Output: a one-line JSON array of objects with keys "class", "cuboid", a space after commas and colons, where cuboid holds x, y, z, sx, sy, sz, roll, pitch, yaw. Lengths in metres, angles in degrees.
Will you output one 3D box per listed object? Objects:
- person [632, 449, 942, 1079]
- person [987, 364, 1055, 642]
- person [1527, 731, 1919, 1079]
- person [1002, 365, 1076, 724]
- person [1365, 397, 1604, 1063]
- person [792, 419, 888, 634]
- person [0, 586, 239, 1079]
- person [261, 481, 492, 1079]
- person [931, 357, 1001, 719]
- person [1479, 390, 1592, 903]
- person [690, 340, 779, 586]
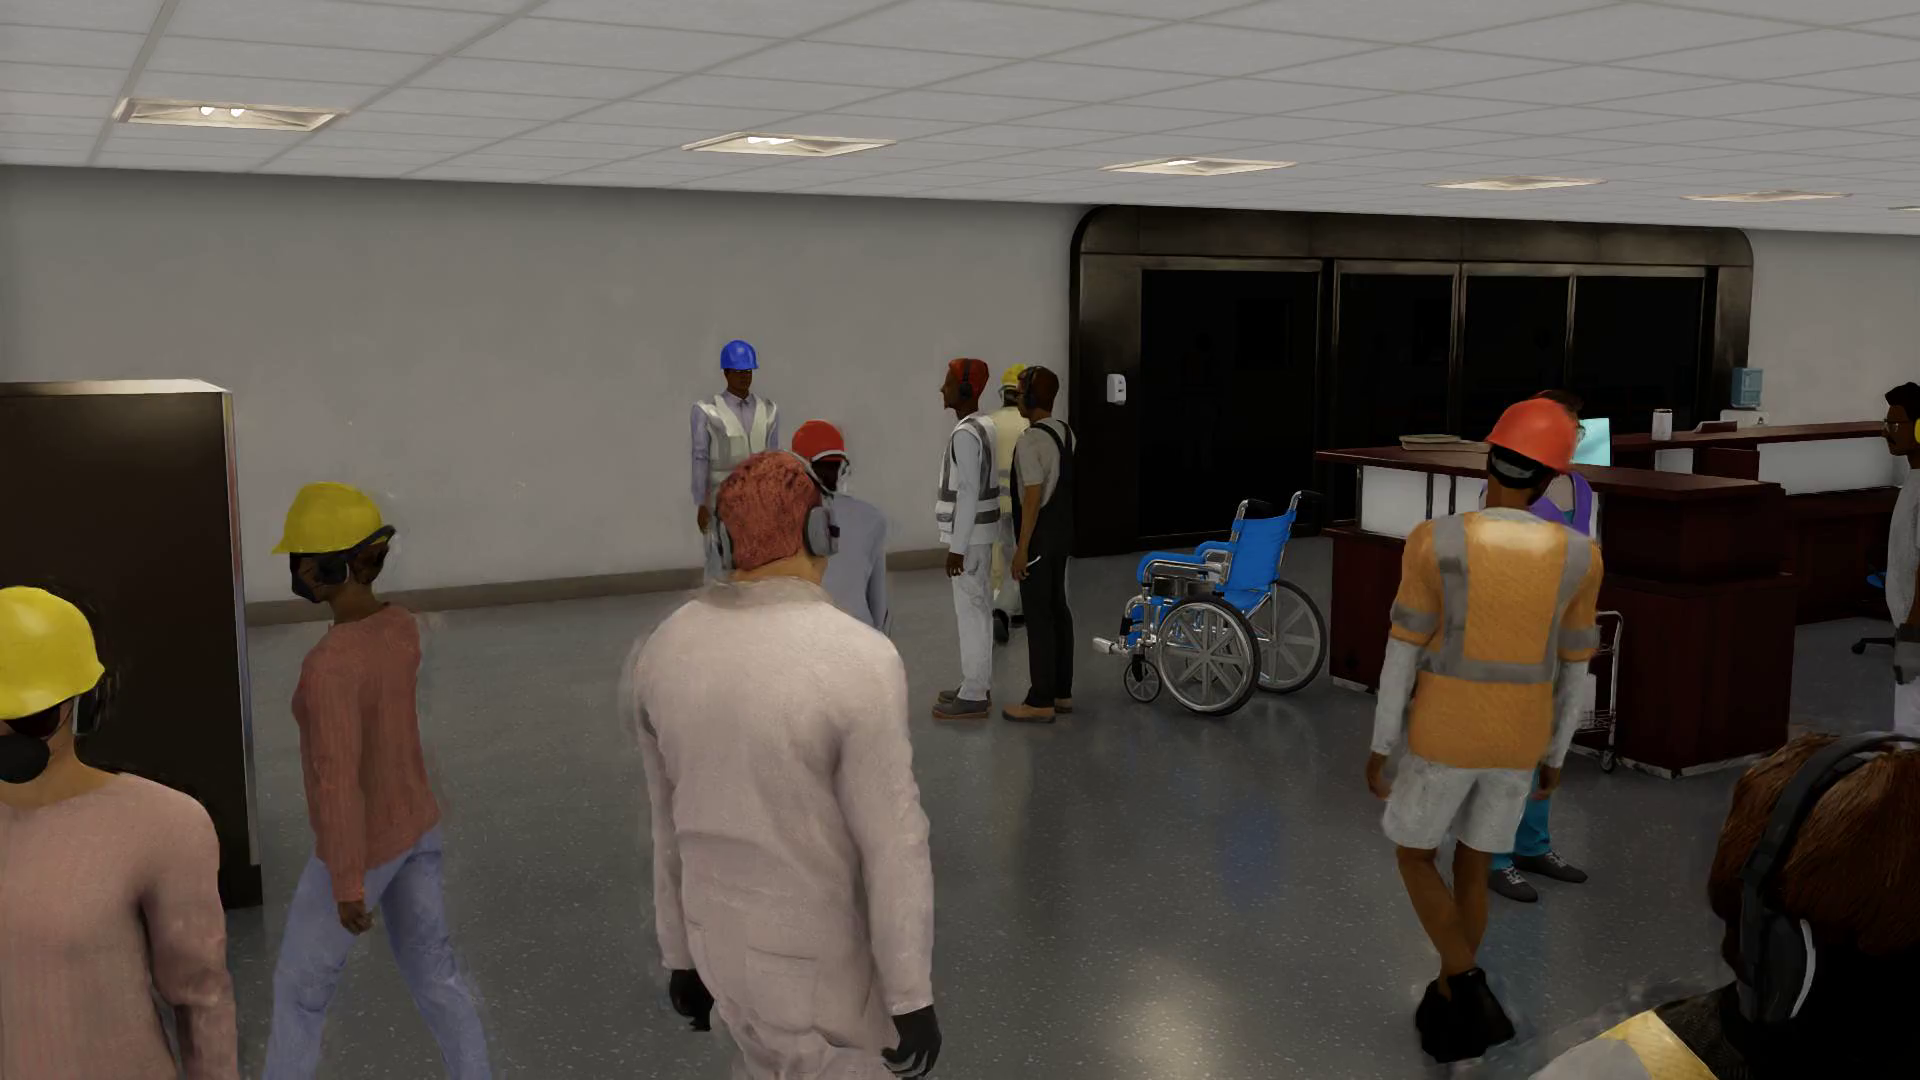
[{"class": "person", "cuboid": [-0.358, 0.773, 3.067, 0.678, 1.870, 0.729, 7, 10, 41]}, {"class": "person", "cuboid": [0.346, -0.249, 10.798, 0.580, 1.789, 0.915, 4, 9, 26]}, {"class": "person", "cuboid": [0.699, 1.030, 1.437, 0.636, 1.815, 0.864, -2, 8, -11]}, {"class": "person", "cuboid": [0.419, 0.023, 8.607, 0.328, 1.844, 0.514, 4, 9, 28]}, {"class": "person", "cuboid": [1.447, 0.556, 4.605, 0.608, 1.894, 0.581, 0, 8, -1]}, {"class": "person", "cuboid": [-0.500, 0.384, 6.485, 0.577, 1.712, 0.883, -5, 10, -34]}, {"class": "person", "cuboid": [-1.438, 0.914, 2.637, 0.530, 1.717, 0.907, 0, 8, -2]}, {"class": "person", "cuboid": [-1.499, 0.719, 4.020, 0.783, 1.728, 0.529, 1, 8, 8]}, {"class": "person", "cuboid": [0.033, -0.008, 8.704, 0.355, 1.884, 0.574, 1, 8, 8]}, {"class": "person", "cuboid": [2.095, 0.372, 6.100, 0.570, 1.841, 0.379, -6, 10, -38]}, {"class": "person", "cuboid": [-1.350, -0.240, 10.146, 0.602, 1.949, 0.388, -6, 10, -36]}]
